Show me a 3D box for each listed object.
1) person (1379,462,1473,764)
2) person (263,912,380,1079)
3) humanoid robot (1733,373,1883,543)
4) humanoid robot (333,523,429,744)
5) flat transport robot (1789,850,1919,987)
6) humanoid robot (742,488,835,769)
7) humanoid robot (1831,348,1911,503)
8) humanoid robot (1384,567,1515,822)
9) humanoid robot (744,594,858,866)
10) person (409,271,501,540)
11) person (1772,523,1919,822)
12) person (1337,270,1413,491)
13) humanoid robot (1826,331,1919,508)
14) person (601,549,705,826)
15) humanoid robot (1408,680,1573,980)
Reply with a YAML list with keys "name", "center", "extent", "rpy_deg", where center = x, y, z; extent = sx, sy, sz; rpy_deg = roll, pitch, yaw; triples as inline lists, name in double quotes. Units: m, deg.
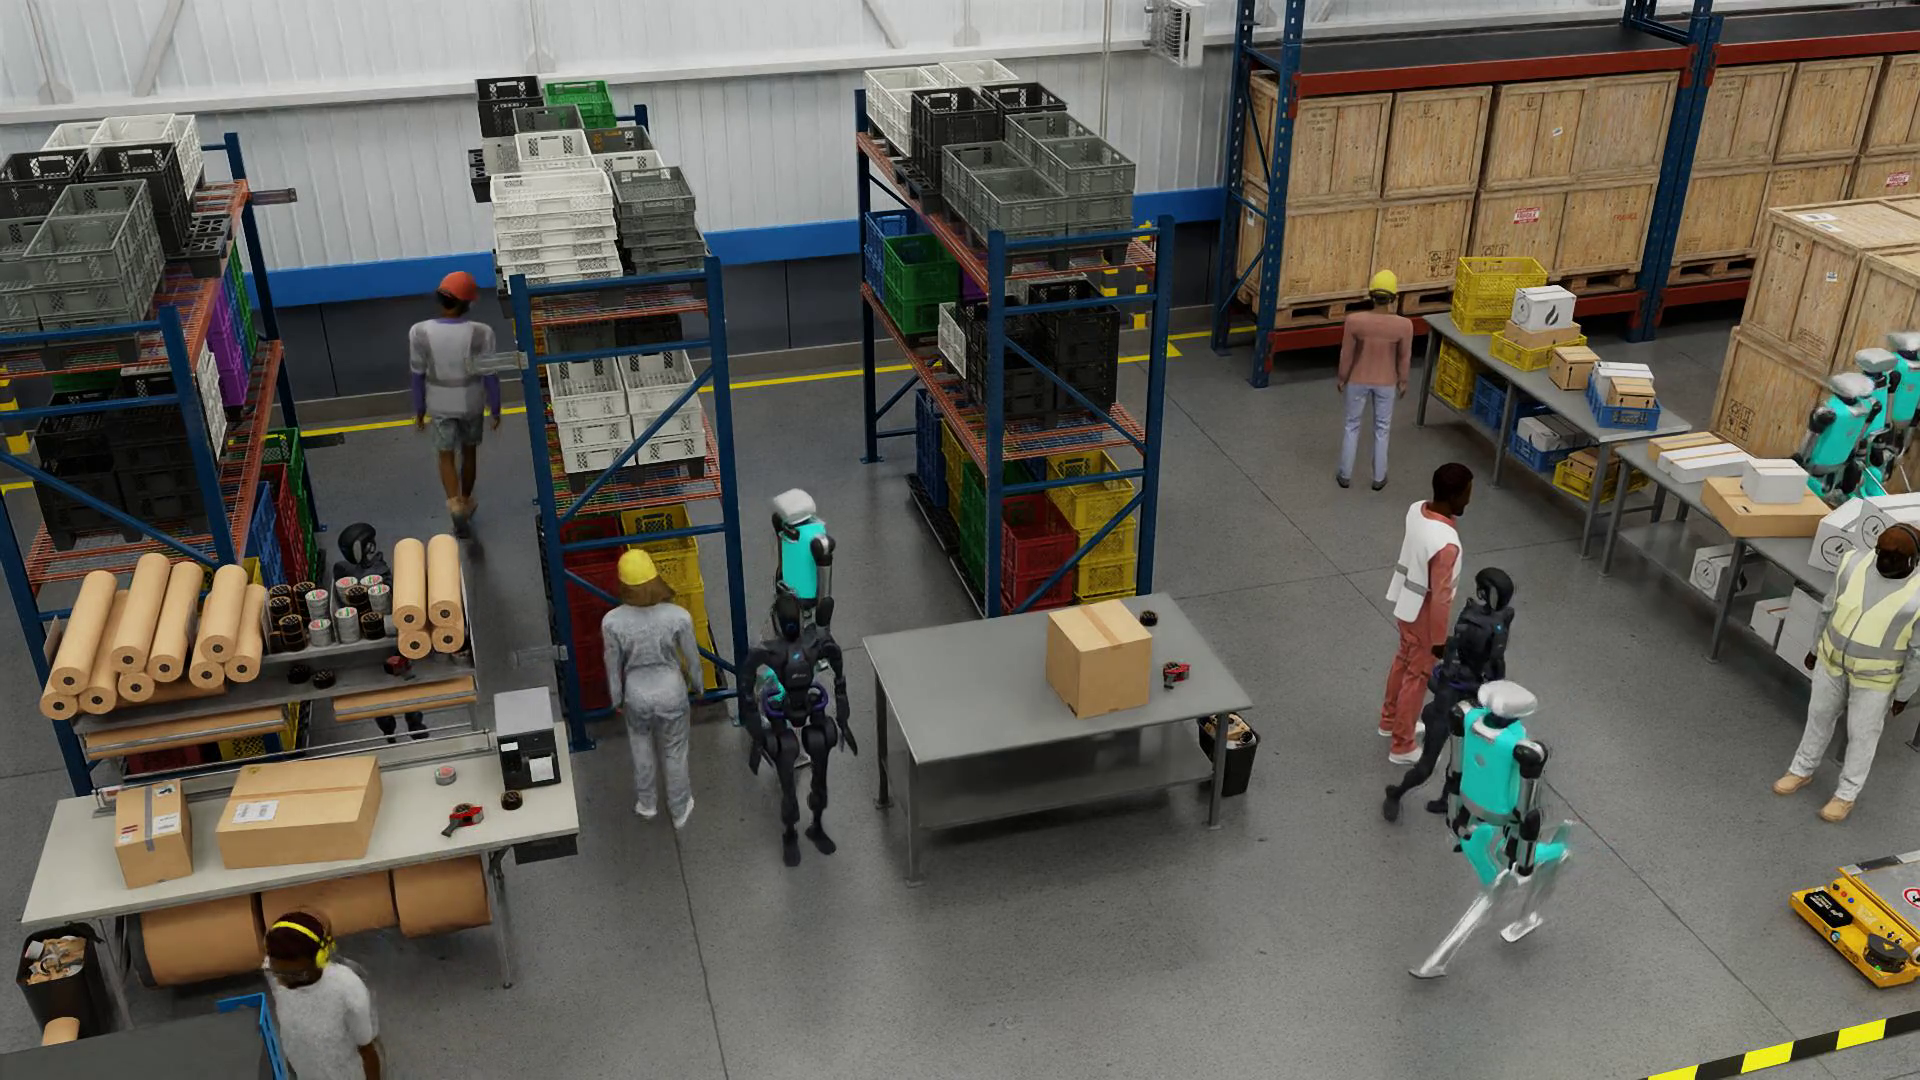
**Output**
- name: "person"
  center: [2.695, 0.420, 9.698]
  extent: [0.395, 1.910, 0.590]
  rpy_deg: [-1, 29, -1]
- name: "person"
  center: [-2.484, 2.154, 6.600]
  extent: [0.544, 1.843, 0.448]
  rpy_deg: [12, 31, 20]
- name: "humanoid robot"
  center: [5.693, -0.433, 11.452]
  extent: [0.538, 1.758, 0.898]
  rpy_deg: [-10, 30, -17]
- name: "humanoid robot"
  center: [-3.293, 0.637, 9.535]
  extent: [0.610, 1.653, 0.304]
  rpy_deg: [12, 31, 21]
- name: "flat transport robot"
  center: [5.163, 1.916, 8.676]
  extent: [1.431, 0.231, 0.659]
  rpy_deg: [-8, 30, -14]
- name: "humanoid robot"
  center: [-1.051, 0.594, 9.542]
  extent: [0.664, 1.790, 0.541]
  rpy_deg: [-19, 34, -31]
- name: "humanoid robot"
  center: [6.271, -0.374, 11.311]
  extent: [0.557, 1.754, 0.840]
  rpy_deg: [-13, 31, -22]
- name: "humanoid robot"
  center: [2.721, 0.848, 9.162]
  extent: [0.600, 1.647, 0.452]
  rpy_deg: [-20, 34, -31]
- name: "humanoid robot"
  center: [-0.841, 1.012, 8.857]
  extent: [0.585, 1.650, 0.366]
  rpy_deg: [-9, 30, -15]
- name: "person"
  center: [-3.655, -0.966, 12.136]
  extent: [0.652, 1.988, 0.807]
  rpy_deg: [-6, 29, -12]
- name: "person"
  center: [5.001, 0.719, 9.236]
  extent: [0.429, 1.834, 0.631]
  rpy_deg: [-17, 33, -28]
- name: "person"
  center: [3.182, -1.229, 12.843]
  extent: [0.532, 1.765, 0.327]
  rpy_deg: [7, 29, 12]
- name: "humanoid robot"
  center: [6.465, -0.721, 11.943]
  extent: [0.531, 1.796, 0.656]
  rpy_deg: [-6, 29, -10]
- name: "person"
  center: [-1.662, 0.822, 9.149]
  extent: [0.524, 1.729, 0.351]
  rpy_deg: [-3, 29, -5]
- name: "humanoid robot"
  center: [2.696, 1.400, 8.129]
  extent: [1.067, 1.745, 0.556]
  rpy_deg: [-17, 33, -28]
